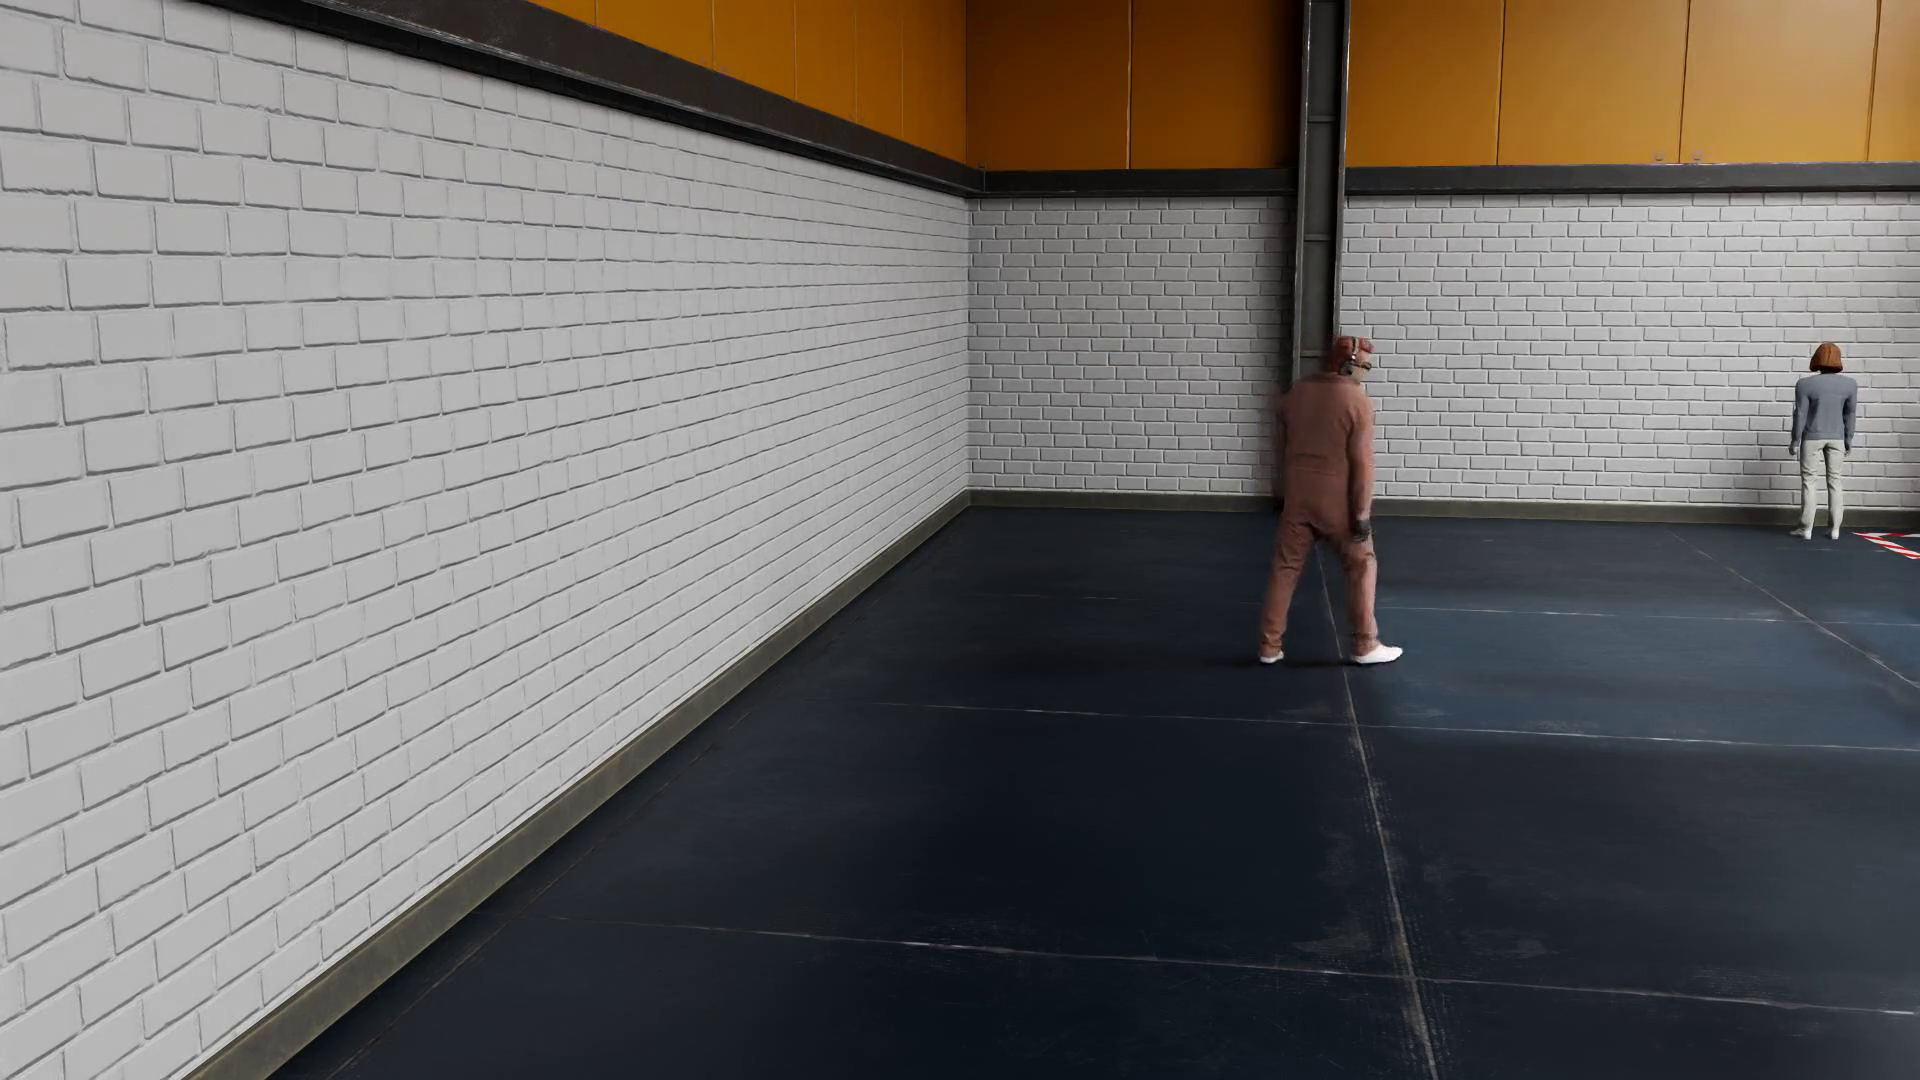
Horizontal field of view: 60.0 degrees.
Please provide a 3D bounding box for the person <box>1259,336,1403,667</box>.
[{"bbox_3d":[2.080,-0.202,9.309,0.705,1.861,0.678,-8,12,-41],"label":"person"}]

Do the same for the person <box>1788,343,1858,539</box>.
[{"bbox_3d":[7.149,-0.815,13.797,0.507,1.632,0.267,1,9,4],"label":"person"}]
